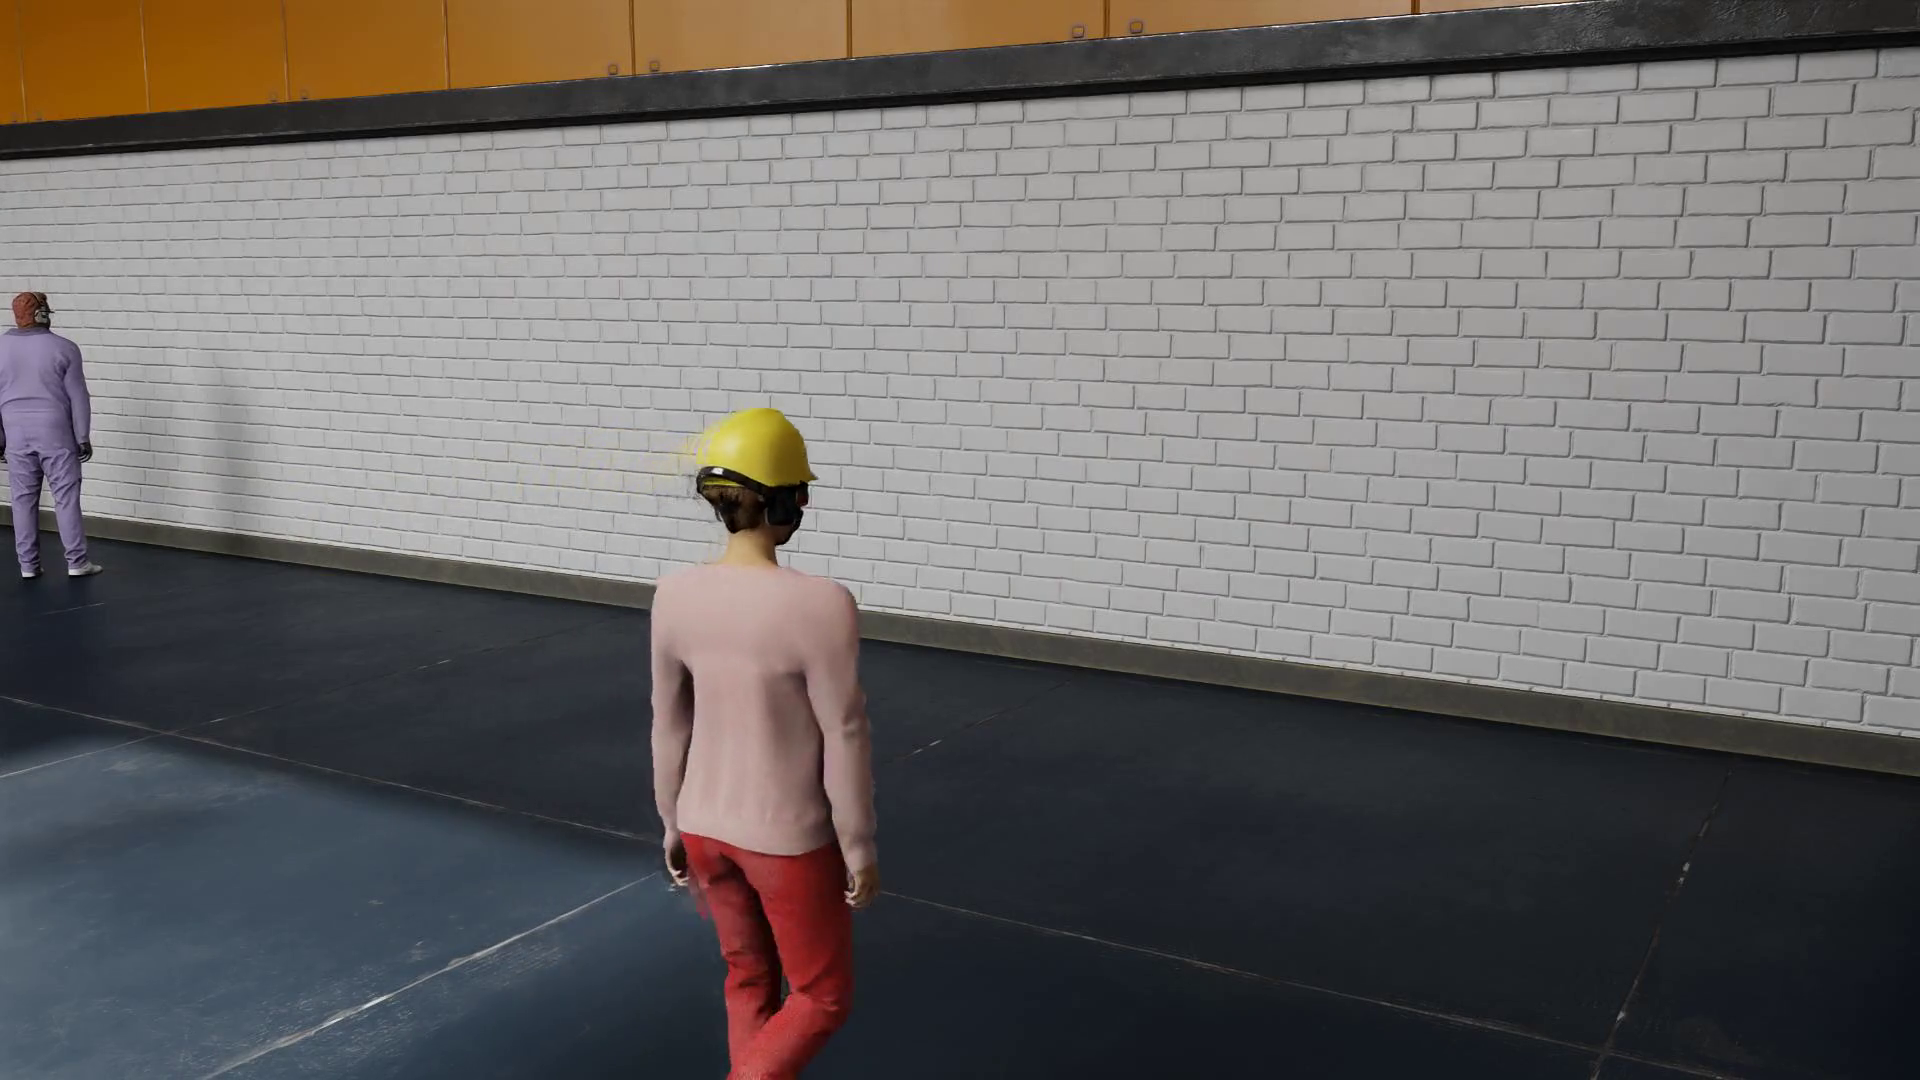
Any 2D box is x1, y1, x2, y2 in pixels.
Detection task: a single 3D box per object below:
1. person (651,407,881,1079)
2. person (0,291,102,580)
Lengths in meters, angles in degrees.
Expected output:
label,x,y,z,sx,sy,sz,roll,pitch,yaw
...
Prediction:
label,x,y,z,sx,sy,sz,roll,pitch,yaw
person,-0.441,0.605,3.428,0.537,1.751,0.602,6,11,34
person,-6.078,-0.684,11.020,0.643,1.905,0.400,-1,9,-7
